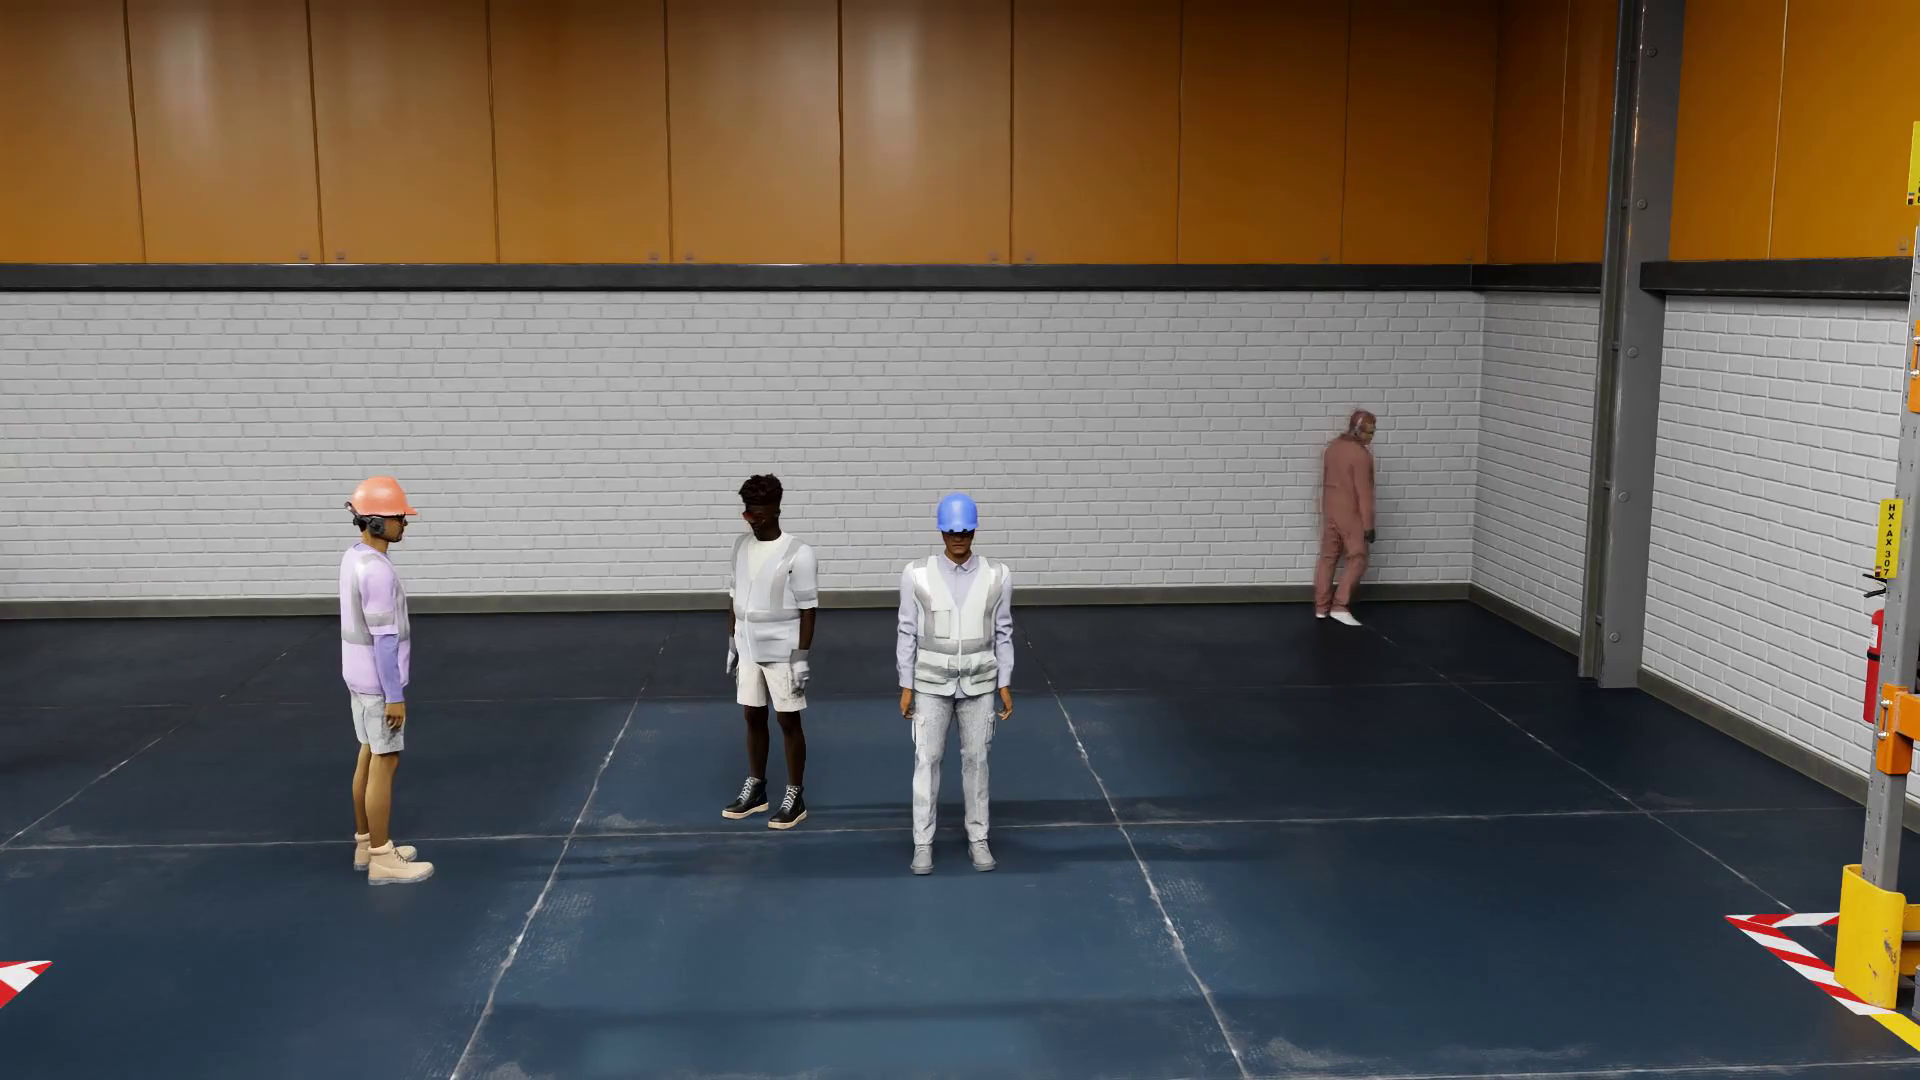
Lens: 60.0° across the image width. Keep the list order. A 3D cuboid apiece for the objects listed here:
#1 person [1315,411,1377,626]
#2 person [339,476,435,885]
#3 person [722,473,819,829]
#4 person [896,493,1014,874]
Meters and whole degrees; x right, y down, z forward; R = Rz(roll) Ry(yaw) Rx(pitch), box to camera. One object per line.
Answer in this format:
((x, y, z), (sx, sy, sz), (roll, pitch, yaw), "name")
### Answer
((3.376, -0.192, 14.489), (0.419, 1.876, 0.715), (-3, 9, -18), "person")
((-2.886, 0.694, 8.354), (0.394, 2.041, 0.612), (-5, 11, -31), "person")
((-1.057, 0.605, 9.177), (0.602, 1.958, 0.369), (6, 11, 34), "person")
((-0.022, 0.725, 8.451), (0.603, 1.949, 0.389), (-1, 9, -7), "person")
